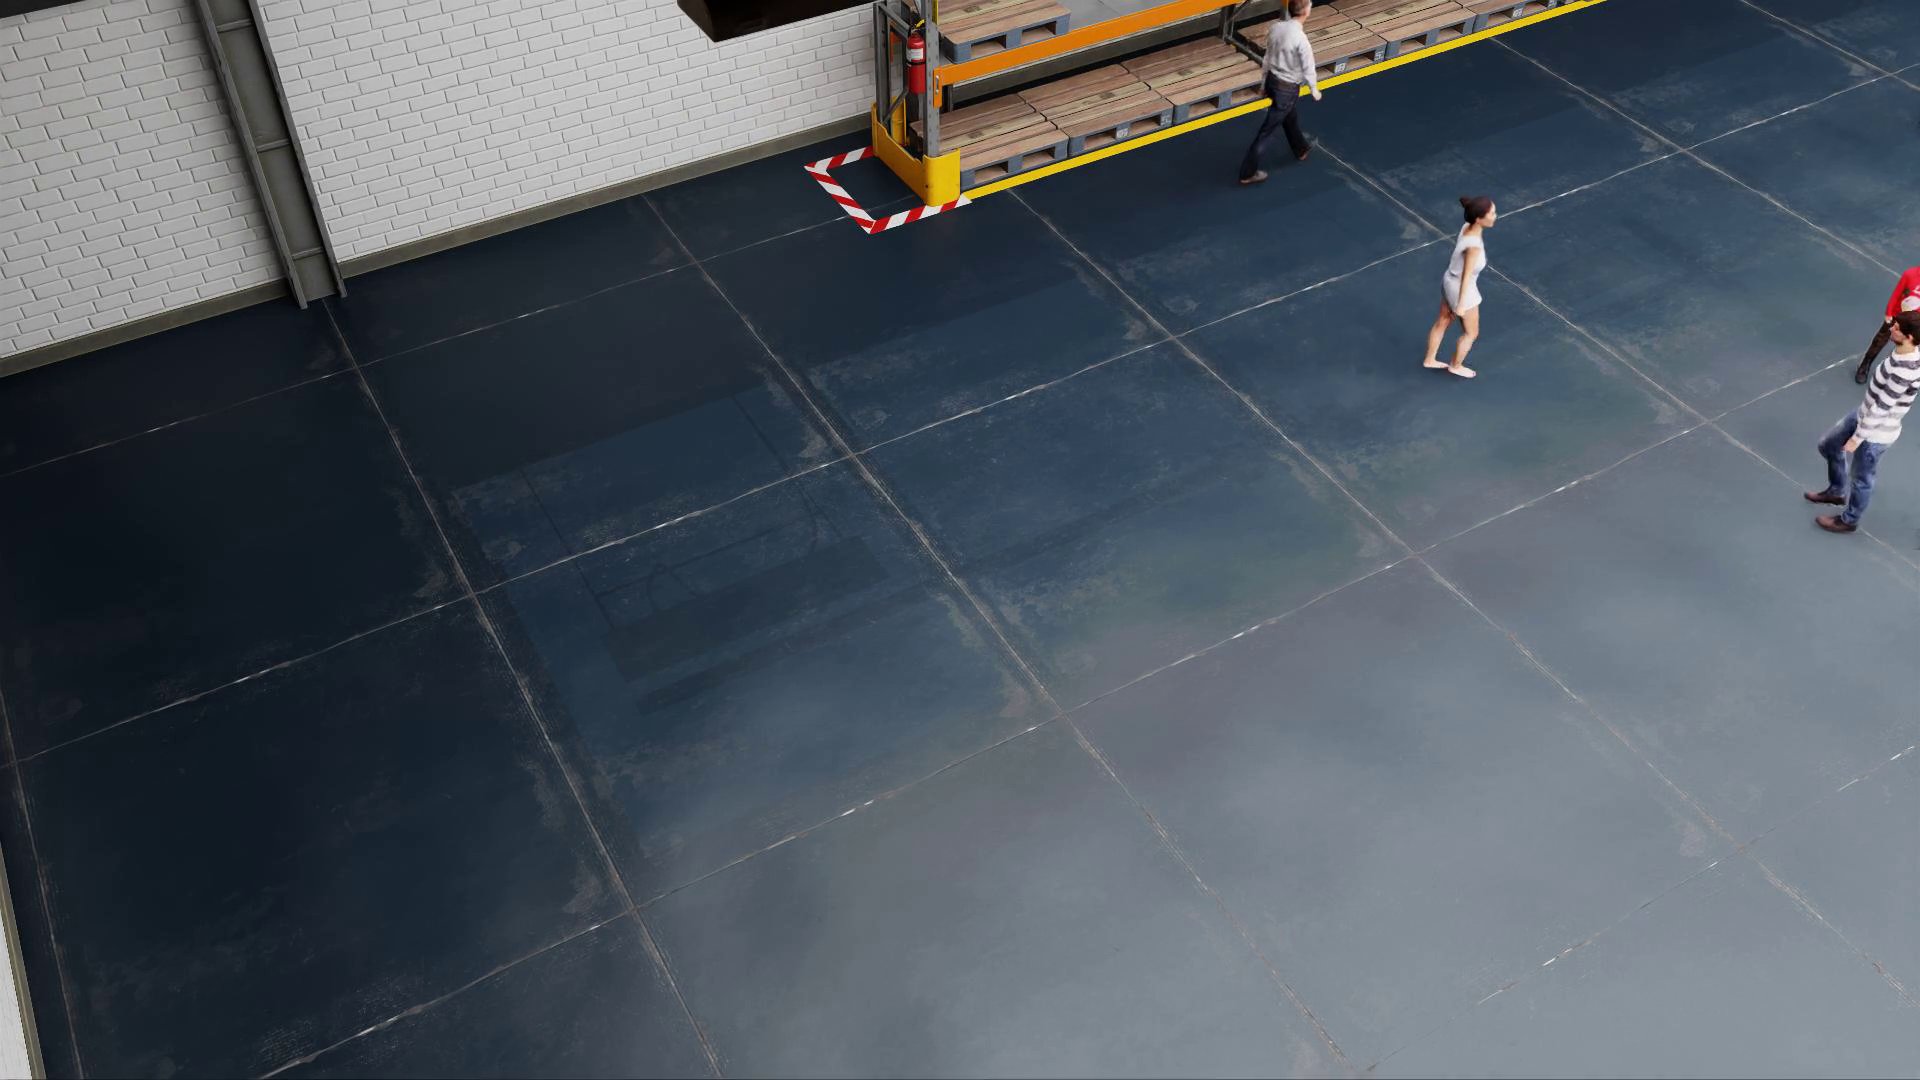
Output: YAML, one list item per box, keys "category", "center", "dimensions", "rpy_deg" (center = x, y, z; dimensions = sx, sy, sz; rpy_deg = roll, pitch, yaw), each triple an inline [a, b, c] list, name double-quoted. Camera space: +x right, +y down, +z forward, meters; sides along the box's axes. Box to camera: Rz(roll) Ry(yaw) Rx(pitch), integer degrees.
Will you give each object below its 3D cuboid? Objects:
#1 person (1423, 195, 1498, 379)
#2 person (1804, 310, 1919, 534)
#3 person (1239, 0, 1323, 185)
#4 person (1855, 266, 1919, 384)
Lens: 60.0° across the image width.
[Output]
- category: "person"
  center: [3.826, -1.967, 12.976]
  dimensions: [0.800, 1.597, 0.738]
  rpy_deg: [3, 44, 4]
- category: "person"
  center: [6.452, -0.770, 11.546]
  dimensions: [0.880, 1.836, 0.811]
  rpy_deg: [14, 45, 15]
- category: "person"
  center: [2.843, -4.024, 15.019]
  dimensions: [1.173, 1.756, 0.666]
  rpy_deg: [-20, 47, -20]
- category: "person"
  center: [7.398, -1.755, 12.982]
  dimensions: [0.566, 1.281, 0.611]
  rpy_deg: [17, 46, 17]
